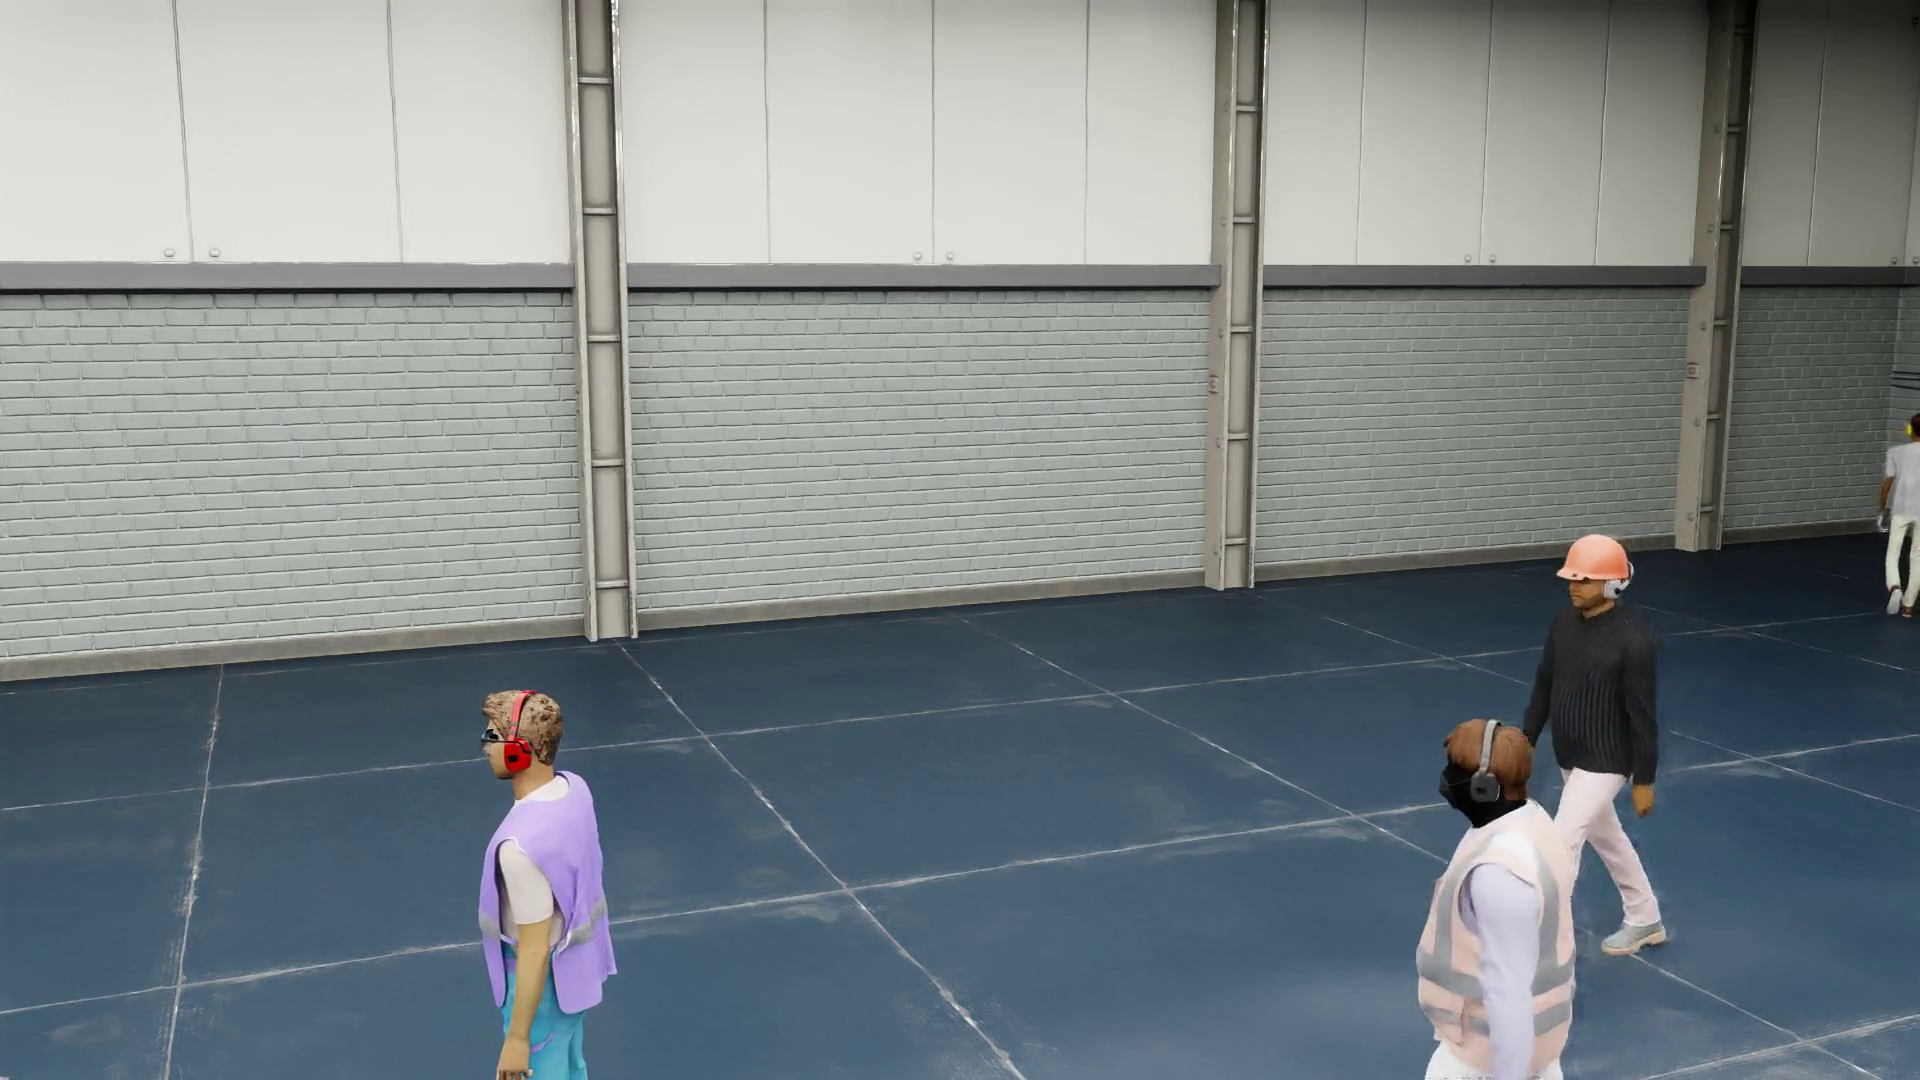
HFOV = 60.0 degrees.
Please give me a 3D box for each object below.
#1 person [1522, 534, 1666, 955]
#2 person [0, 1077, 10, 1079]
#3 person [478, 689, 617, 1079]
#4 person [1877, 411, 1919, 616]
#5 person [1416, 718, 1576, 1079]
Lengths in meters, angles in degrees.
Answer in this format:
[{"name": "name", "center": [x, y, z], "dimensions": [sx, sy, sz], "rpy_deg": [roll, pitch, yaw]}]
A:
[{"name": "person", "center": [2.739, 0.929, 7.224], "dimensions": [1.043, 1.945, 0.616], "rpy_deg": [-2, 9, -12]}, {"name": "person", "center": [-1.471, 1.717, 2.412], "dimensions": [0.663, 1.888, 0.674], "rpy_deg": [6, 11, 35]}, {"name": "person", "center": [-1.213, 1.341, 4.901], "dimensions": [0.377, 1.844, 0.570], "rpy_deg": [0, 9, 1]}, {"name": "person", "center": [8.388, -0.215, 14.656], "dimensions": [0.510, 1.858, 0.608], "rpy_deg": [5, 10, 27]}, {"name": "person", "center": [1.587, 1.392, 4.765], "dimensions": [0.957, 1.800, 0.642], "rpy_deg": [4, 10, 25]}]
